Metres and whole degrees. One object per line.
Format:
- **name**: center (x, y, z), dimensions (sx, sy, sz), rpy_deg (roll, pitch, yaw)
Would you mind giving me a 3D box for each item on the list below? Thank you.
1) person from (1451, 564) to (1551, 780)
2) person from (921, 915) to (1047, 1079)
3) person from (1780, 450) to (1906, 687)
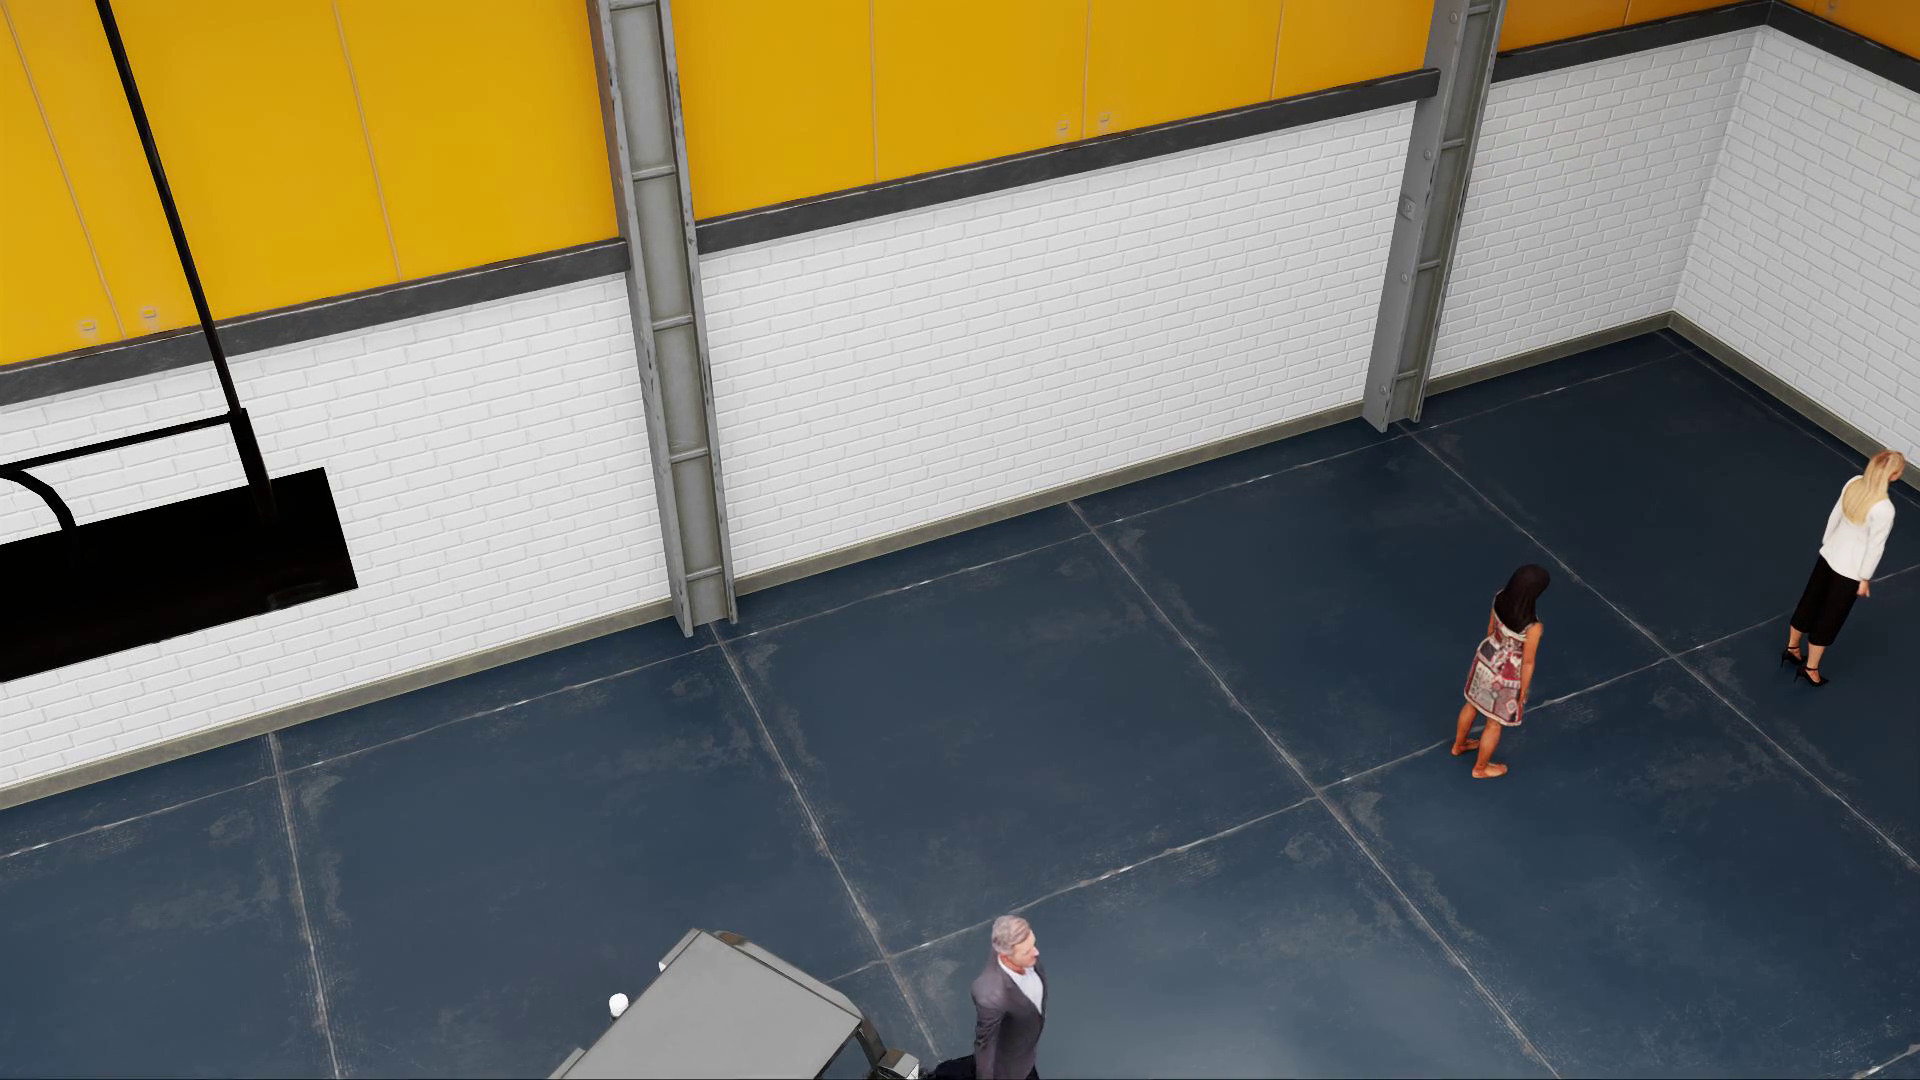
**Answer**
- **person**: center (3.365, 0.801, 10.340), dimensions (0.514, 1.646, 0.650), rpy_deg (-16, 41, -19)
- **person**: center (0.175, 2.436, 8.163), dimensions (1.268, 1.807, 1.203), rpy_deg (12, 40, 15)
- **person**: center (5.813, 0.181, 10.947), dimensions (0.613, 1.858, 0.662), rpy_deg (-6, 39, -8)
